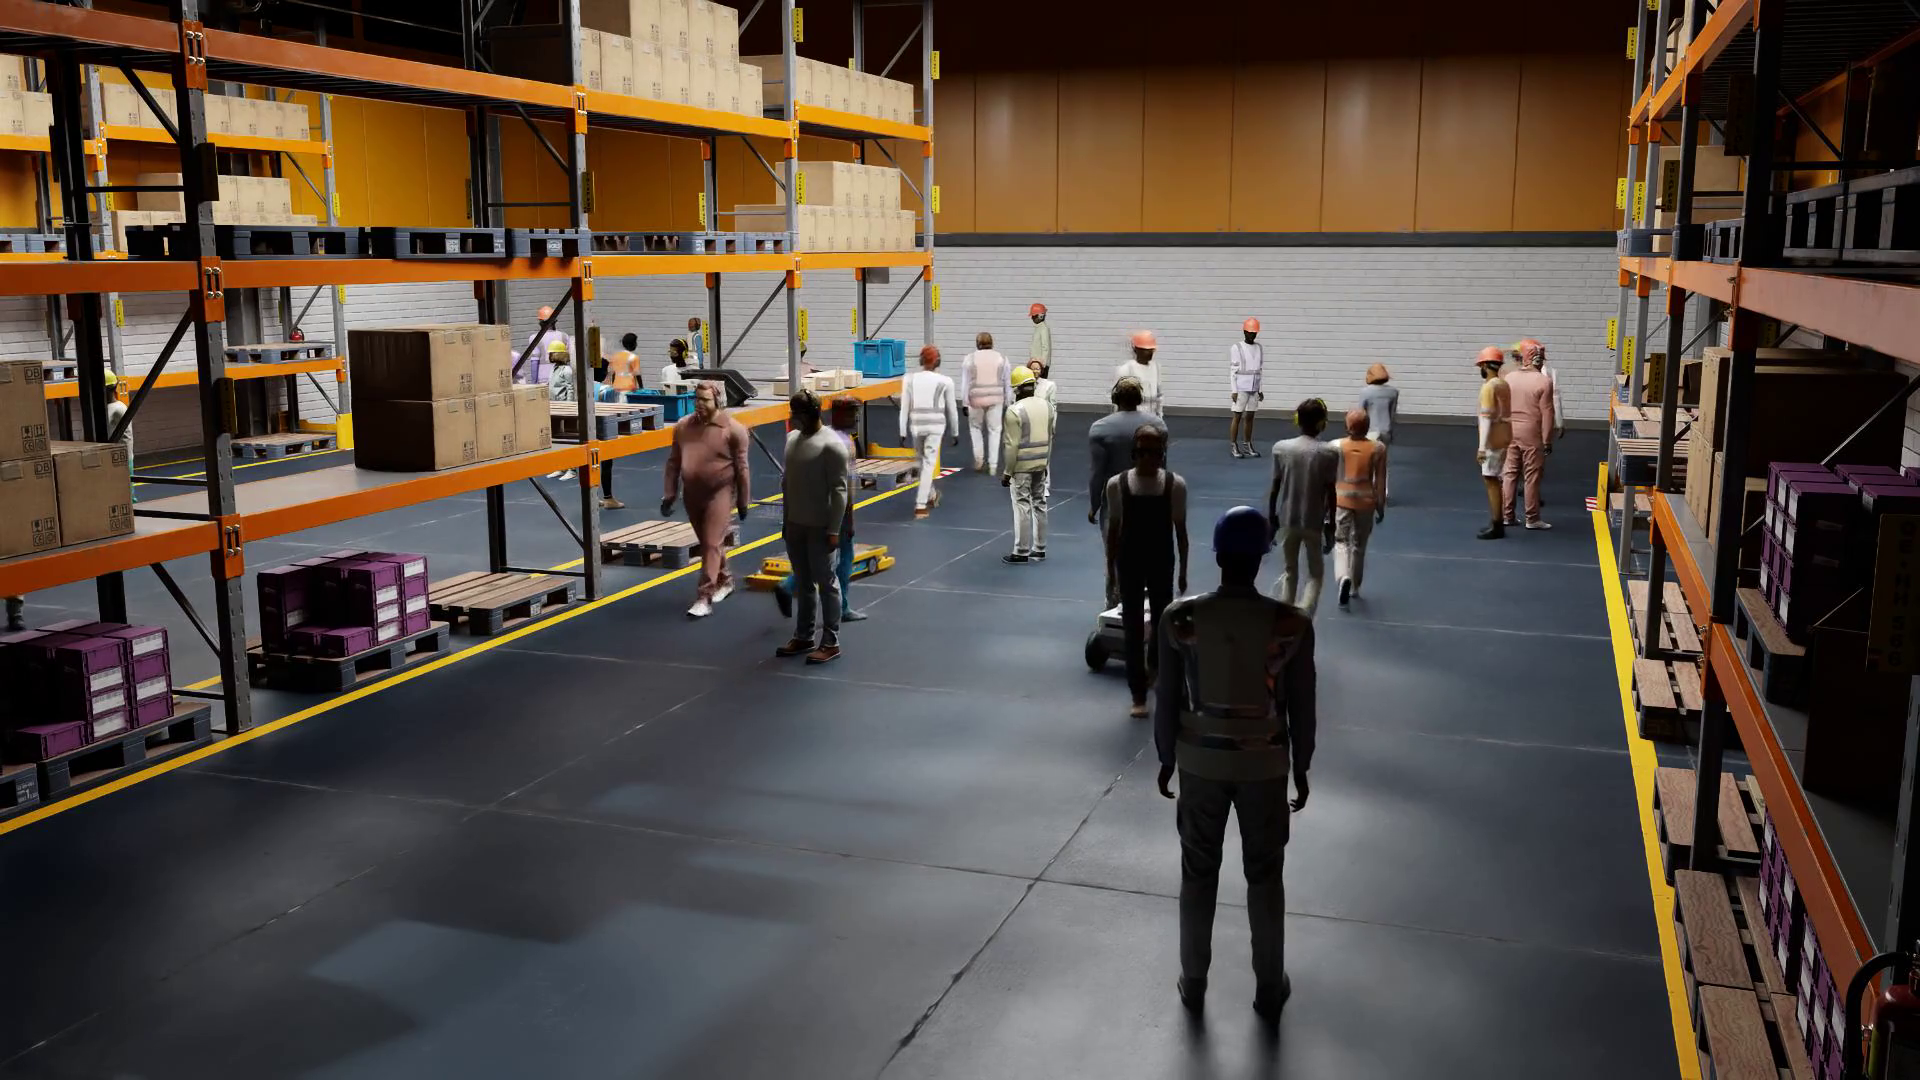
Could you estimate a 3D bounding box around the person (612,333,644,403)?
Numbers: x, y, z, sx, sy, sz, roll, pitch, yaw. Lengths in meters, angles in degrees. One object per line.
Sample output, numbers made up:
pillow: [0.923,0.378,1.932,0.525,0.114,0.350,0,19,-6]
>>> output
person: [-4.841,-2.187,24.235,0.541,1.637,0.885,9,14,43]

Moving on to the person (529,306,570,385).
person: [-5.904,-2.333,23.942,0.607,2.048,0.368,-8,13,-38]

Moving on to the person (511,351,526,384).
person: [-5.944,-1.850,21.695,0.549,1.884,1.000,-6,12,-29]

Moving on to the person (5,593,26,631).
person: [-7.402,-0.224,12.703,0.600,1.813,0.675,-8,13,-37]

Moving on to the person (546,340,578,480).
person: [-4.991,-1.616,20.760,0.297,1.743,0.493,-9,13,-40]

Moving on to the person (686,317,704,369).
person: [-4.703,-3.132,29.576,0.307,1.645,0.519,-7,12,-33]

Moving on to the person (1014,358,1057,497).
person: [0.873,-1.304,19.328,0.507,1.630,0.316,-1,10,-5]

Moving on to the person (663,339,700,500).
person: [-3.178,-1.370,19.029,0.521,1.865,0.319,3,10,16]

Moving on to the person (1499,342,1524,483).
person: [6.950,-1.571,20.564,0.876,1.728,0.546,-6,12,-32]

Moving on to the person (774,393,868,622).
person: [-1.030,-0.217,12.696,0.682,1.807,0.627,-7,12,-33]

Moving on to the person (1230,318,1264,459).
person: [3.966,-2.089,22.887,0.546,1.934,0.376,-6,11,-28]

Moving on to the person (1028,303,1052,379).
person: [1.287,-2.837,26.937,0.388,1.991,0.609,-1,10,-7]

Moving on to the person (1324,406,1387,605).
person: [3.218,-0.277,13.587,0.523,1.616,0.720,1,10,6]

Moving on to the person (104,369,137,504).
person: [-8.061,-0.750,15.822,0.533,1.765,0.329,8,13,37]

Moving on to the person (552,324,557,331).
person: [-6.134,-2.496,25.104,0.397,1.958,0.607,-5,11,-24]

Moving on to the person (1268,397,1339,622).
person: [2.431,-0.096,11.932,0.540,1.851,0.445,4,11,24]

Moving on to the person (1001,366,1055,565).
person: [0.597,-0.679,15.261,0.403,1.822,0.588,10,14,44]

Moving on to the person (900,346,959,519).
person: [-0.312,-1.184,18.059,0.599,1.828,0.992,3,11,18]

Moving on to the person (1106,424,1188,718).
person: [1.168,0.171,10.466,0.518,1.828,0.630,1,10,4]

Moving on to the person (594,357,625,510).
person: [-3.988,-1.179,18.438,0.532,1.693,0.319,7,12,34]

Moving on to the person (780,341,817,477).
person: [-2.042,-1.658,20.951,0.522,1.761,0.327,4,11,19]

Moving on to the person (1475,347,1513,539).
person: [5.313,-0.973,16.678,0.474,1.913,0.599,8,13,37]

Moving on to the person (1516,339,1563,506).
person: [6.513,-1.333,18.841,0.592,1.874,0.956,1,10,8]

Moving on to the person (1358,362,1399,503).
person: [4.768,-1.212,18.903,0.504,1.600,0.770,-2,10,-11]

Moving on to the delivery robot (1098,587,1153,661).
delivery robot: [1.251,0.566,11.552,0.477,0.478,0.707,6,12,32]

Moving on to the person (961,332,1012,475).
person: [0.331,-1.761,21.376,0.665,1.812,0.711,-1,10,-7]

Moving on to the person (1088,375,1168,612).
person: [1.274,-0.285,12.713,0.627,1.941,0.370,-2,10,-11]

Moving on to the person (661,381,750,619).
person: [-2.026,-0.347,13.319,0.644,1.857,1.011,4,11,22]

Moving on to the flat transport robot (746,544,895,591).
flat transport robot: [-1.205,0.211,14.613,0.652,0.197,1.431,5,11,27]

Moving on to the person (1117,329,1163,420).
person: [1.981,-1.388,18.788,0.616,2.003,1.018,-8,13,-39]

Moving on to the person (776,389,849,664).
person: [-1.041,-0.101,11.694,0.370,1.934,0.627,-10,14,-43]

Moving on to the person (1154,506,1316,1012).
person: [1.047,0.837,6.366,0.608,1.946,0.406,3,10,14]

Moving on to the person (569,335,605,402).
person: [-5.592,-2.388,24.663,0.680,1.894,0.438,5,11,25]

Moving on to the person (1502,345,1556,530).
person: [5.874,-1.062,17.202,0.400,1.902,0.643,-7,12,-33]
